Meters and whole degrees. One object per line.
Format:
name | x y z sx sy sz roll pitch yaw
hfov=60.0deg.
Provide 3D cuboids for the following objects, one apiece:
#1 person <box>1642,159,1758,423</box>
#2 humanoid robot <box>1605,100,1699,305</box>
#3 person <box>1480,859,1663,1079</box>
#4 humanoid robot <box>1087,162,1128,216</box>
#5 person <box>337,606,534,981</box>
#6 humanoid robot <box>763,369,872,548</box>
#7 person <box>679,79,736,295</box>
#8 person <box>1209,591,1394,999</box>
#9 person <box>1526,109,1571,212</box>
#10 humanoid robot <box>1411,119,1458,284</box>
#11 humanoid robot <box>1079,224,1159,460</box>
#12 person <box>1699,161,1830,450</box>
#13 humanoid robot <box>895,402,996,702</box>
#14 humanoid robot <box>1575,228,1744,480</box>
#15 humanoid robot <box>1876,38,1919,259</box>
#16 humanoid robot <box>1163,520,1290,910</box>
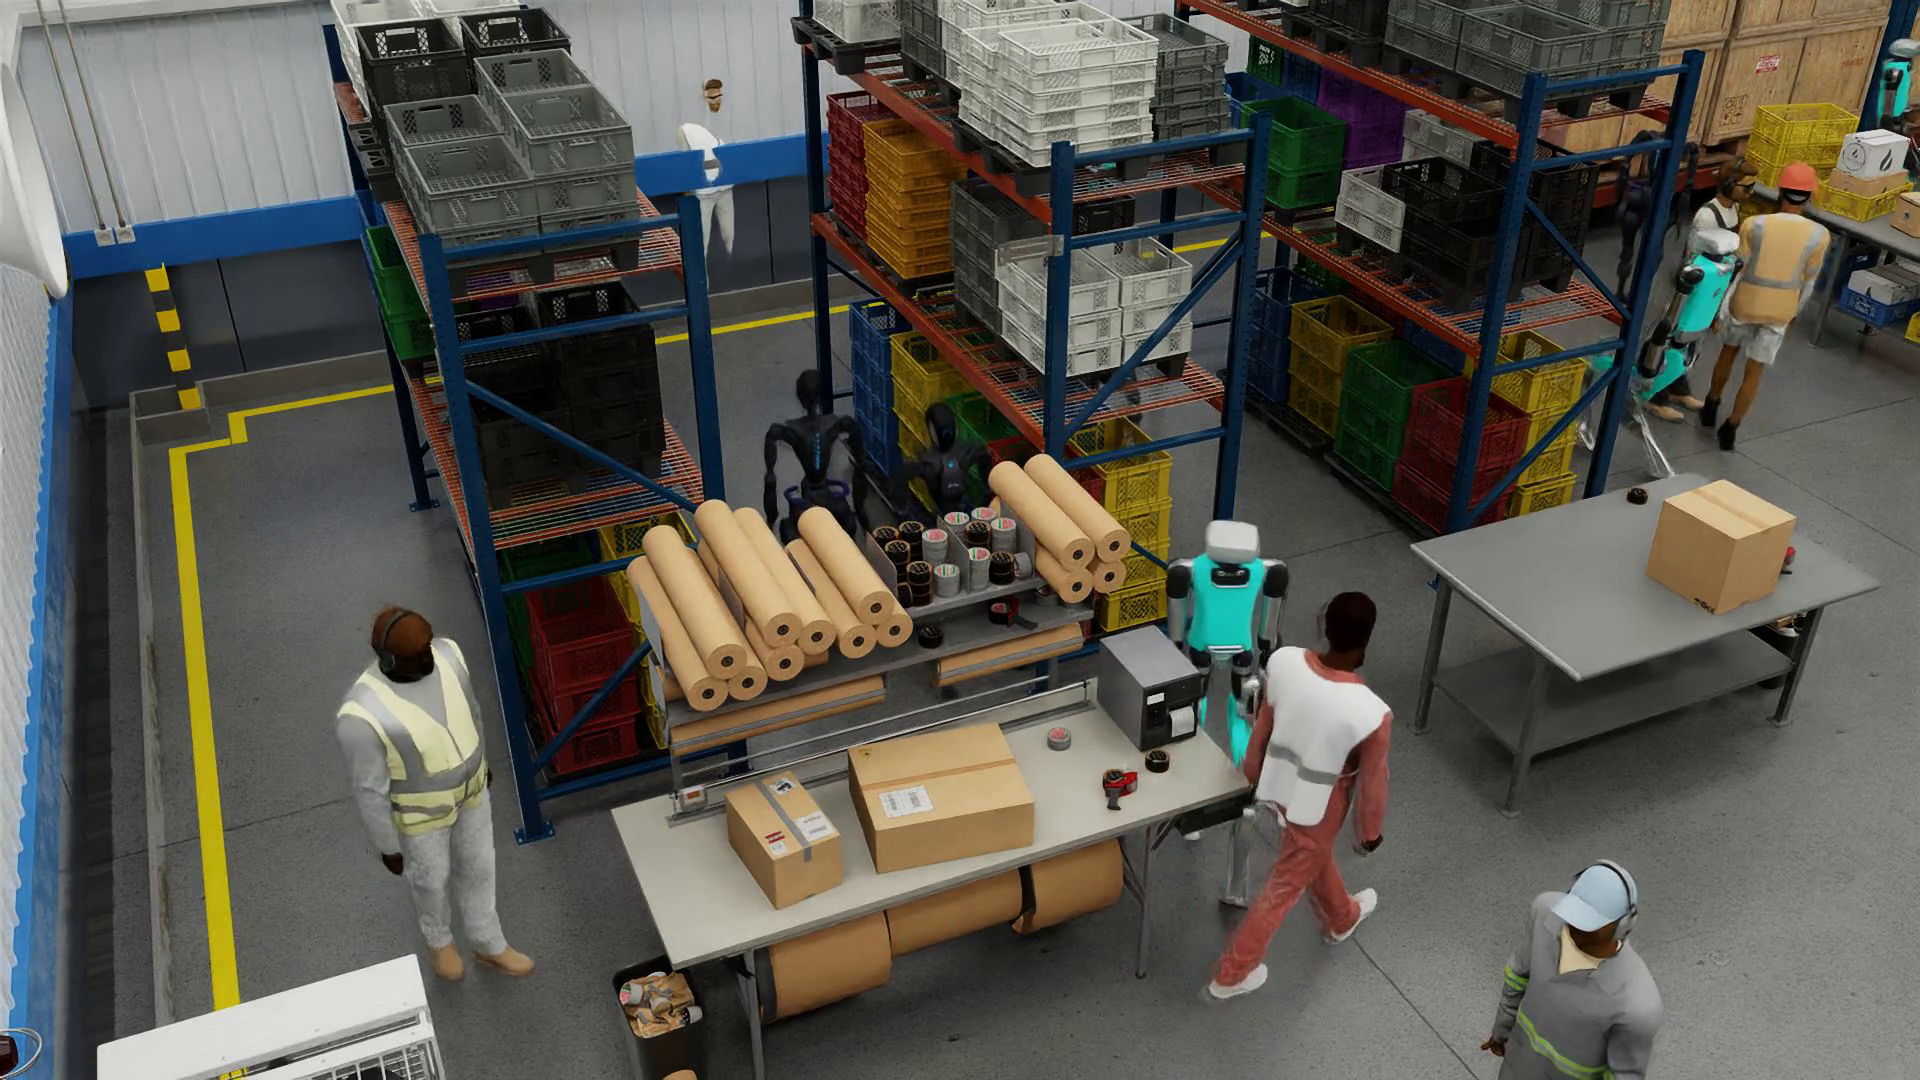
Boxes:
person | 4.970 -1.665 11.180 0.342 1.839 0.556 27 41 37
humanoid robot | 5.269 -2.566 12.791 0.602 1.651 0.365 23 39 33
person | 1.973 1.787 5.559 0.367 1.852 0.594 -12 34 -18
humanoid robot | 0.813 -2.178 12.122 0.557 1.765 0.969 -11 33 -17
person | -2.111 1.065 6.753 0.509 1.831 0.651 18 36 26
humanoid robot | -0.788 -0.154 8.909 0.608 1.627 0.670 -10 33 -15
person | -1.921 -2.684 12.837 0.398 1.836 0.560 26 40 36
person | 1.438 1.038 6.776 0.996 1.846 0.603 -18 36 -27
person | 4.726 -3.003 13.428 0.527 1.760 0.337 -27 41 -37
humanoid robot | 3.687 -2.489 12.675 0.541 1.646 0.608 -6 32 -10
humanoid robot | 1.005 -1.274 10.709 0.595 1.635 0.657 -17 35 -25
person | 5.276 -1.547 10.934 0.554 1.902 0.708 14 34 21
humanoid robot | -0.024 0.051 8.566 0.593 1.637 0.705 -13 34 -20
humanoid robot | 4.345 -1.232 10.611 0.552 1.752 1.043 -19 36 -28
humanoid robot | 7.859 -3.208 13.775 0.780 1.774 0.563 18 36 26
humanoid robot | 1.156 0.853 7.222 0.533 1.778 0.997 -1 32 -1
